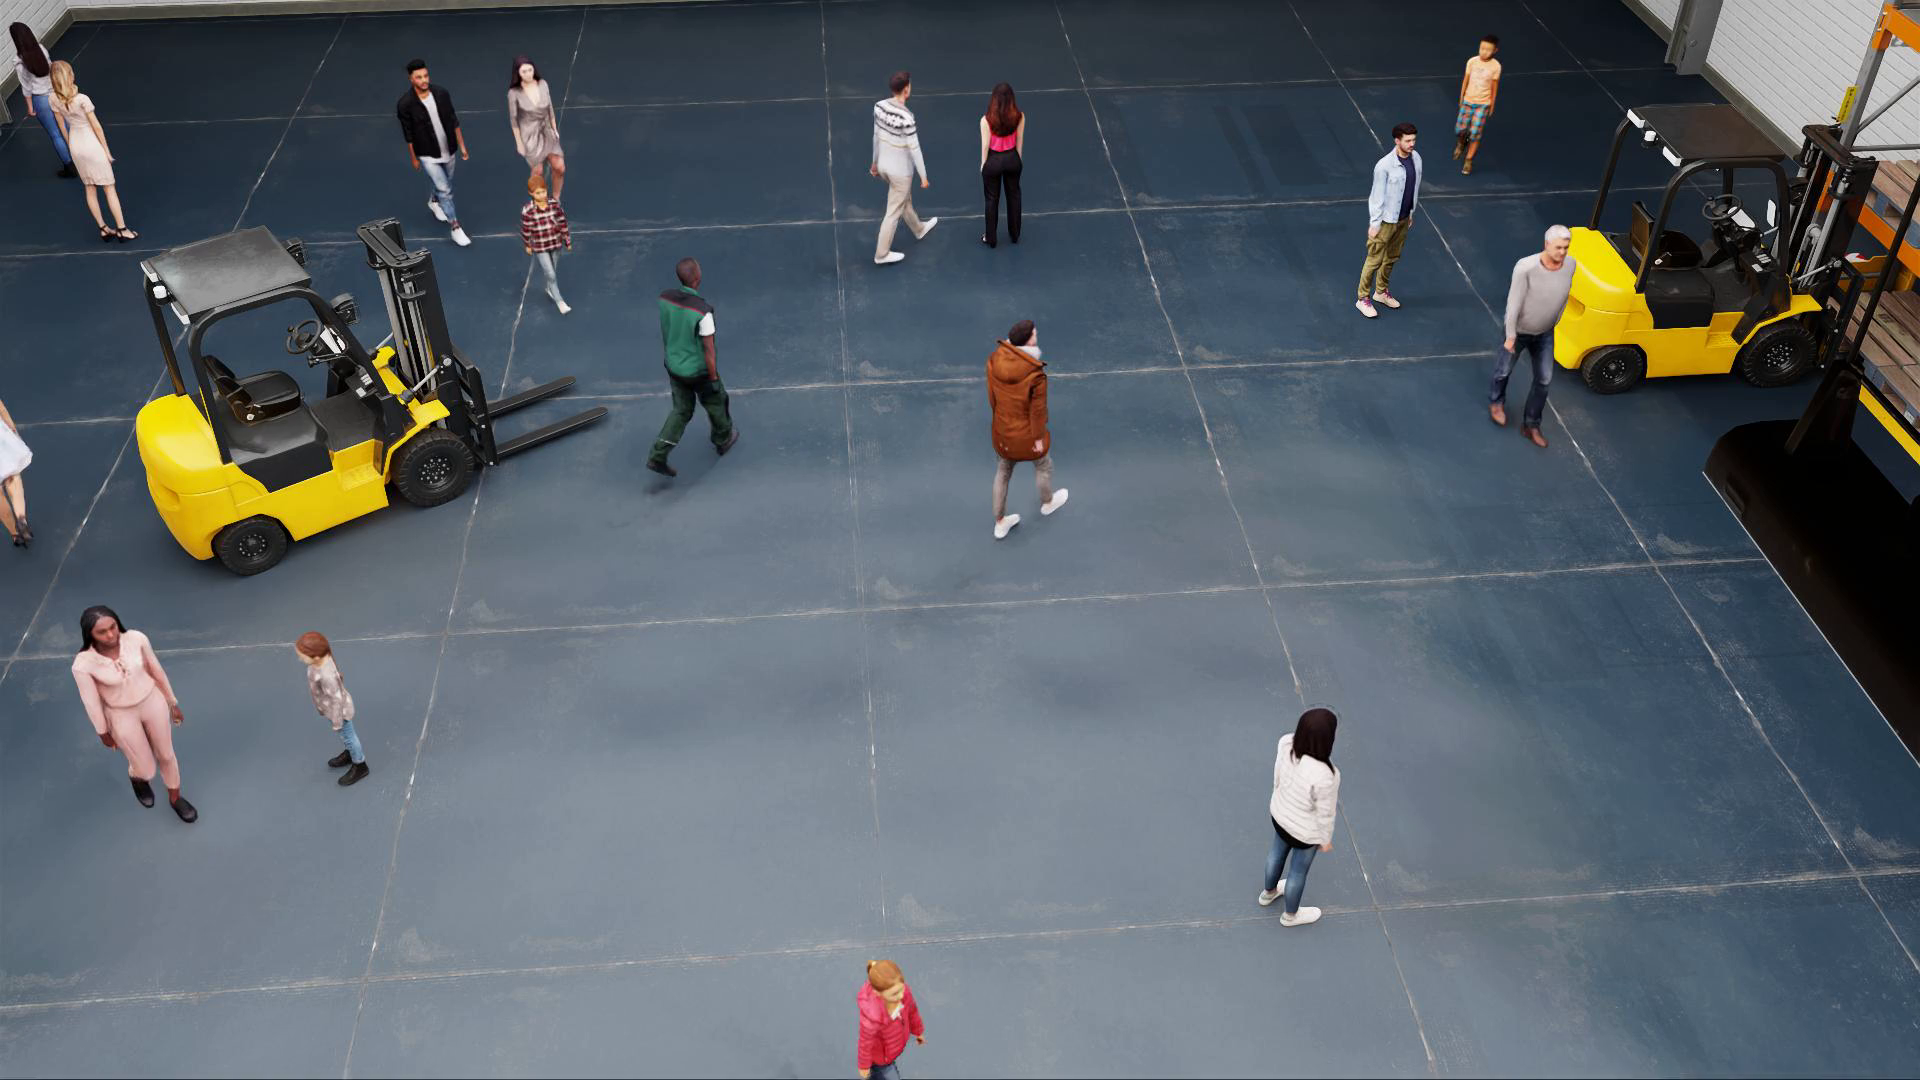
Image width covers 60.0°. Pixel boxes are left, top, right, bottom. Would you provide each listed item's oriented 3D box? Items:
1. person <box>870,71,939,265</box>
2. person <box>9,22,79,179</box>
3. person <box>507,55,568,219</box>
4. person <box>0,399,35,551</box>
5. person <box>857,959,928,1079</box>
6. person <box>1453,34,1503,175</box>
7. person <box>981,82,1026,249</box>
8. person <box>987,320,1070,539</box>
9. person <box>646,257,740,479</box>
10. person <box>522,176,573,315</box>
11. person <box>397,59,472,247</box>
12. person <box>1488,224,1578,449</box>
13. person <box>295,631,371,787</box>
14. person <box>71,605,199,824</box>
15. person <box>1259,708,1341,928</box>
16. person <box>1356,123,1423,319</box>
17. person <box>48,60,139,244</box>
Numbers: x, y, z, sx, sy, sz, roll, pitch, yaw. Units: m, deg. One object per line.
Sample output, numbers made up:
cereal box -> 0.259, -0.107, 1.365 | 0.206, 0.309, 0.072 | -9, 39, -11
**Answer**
person -> -0.673, -3.446, 15.622 | 1.169, 1.811, 1.200 | -25, 45, -28
person -> -9.401, -4.537, 17.133 | 0.737, 1.631, 0.596 | 12, 40, 15
person -> -4.182, -3.963, 16.334 | 0.732, 1.732, 0.749 | -25, 45, -27
person -> -7.066, -0.653, 12.136 | 0.878, 1.798, 0.941 | -27, 46, -30
person -> -0.426, 2.558, 8.517 | 0.874, 1.295, 0.843 | 23, 44, 26
person -> 5.399, -4.568, 17.317 | 0.687, 1.450, 0.771 | 16, 41, 20
person -> 0.404, -3.600, 15.936 | 0.623, 1.660, 0.589 | -12, 40, -14
person -> 0.386, -0.767, 12.264 | 1.027, 1.816, 1.097 | 25, 45, 28
person -> -2.152, -1.284, 12.923 | 1.174, 1.802, 1.298 | 23, 44, 26
person -> -3.785, -2.729, 15.155 | 0.802, 1.273, 0.955 | -24, 44, -27
person -> -5.123, -3.825, 16.124 | 1.140, 1.777, 1.261 | -31, 48, -33
person -> 4.563, -1.750, 13.446 | 0.743, 1.876, 0.965 | -4, 39, -5
person -> -3.950, 1.034, 10.510 | 0.612, 1.190, 0.516 | -21, 43, -24
person -> -5.033, 1.035, 10.090 | 0.871, 1.712, 0.812 | 26, 45, 29
person -> 1.939, 1.570, 9.480 | 0.755, 1.638, 0.630 | -20, 43, -23
person -> 3.864, -2.891, 14.927 | 0.763, 1.812, 0.748 | -22, 44, -26
person -> -8.355, -3.708, 15.935 | 0.616, 1.829, 0.585 | 5, 39, 7
